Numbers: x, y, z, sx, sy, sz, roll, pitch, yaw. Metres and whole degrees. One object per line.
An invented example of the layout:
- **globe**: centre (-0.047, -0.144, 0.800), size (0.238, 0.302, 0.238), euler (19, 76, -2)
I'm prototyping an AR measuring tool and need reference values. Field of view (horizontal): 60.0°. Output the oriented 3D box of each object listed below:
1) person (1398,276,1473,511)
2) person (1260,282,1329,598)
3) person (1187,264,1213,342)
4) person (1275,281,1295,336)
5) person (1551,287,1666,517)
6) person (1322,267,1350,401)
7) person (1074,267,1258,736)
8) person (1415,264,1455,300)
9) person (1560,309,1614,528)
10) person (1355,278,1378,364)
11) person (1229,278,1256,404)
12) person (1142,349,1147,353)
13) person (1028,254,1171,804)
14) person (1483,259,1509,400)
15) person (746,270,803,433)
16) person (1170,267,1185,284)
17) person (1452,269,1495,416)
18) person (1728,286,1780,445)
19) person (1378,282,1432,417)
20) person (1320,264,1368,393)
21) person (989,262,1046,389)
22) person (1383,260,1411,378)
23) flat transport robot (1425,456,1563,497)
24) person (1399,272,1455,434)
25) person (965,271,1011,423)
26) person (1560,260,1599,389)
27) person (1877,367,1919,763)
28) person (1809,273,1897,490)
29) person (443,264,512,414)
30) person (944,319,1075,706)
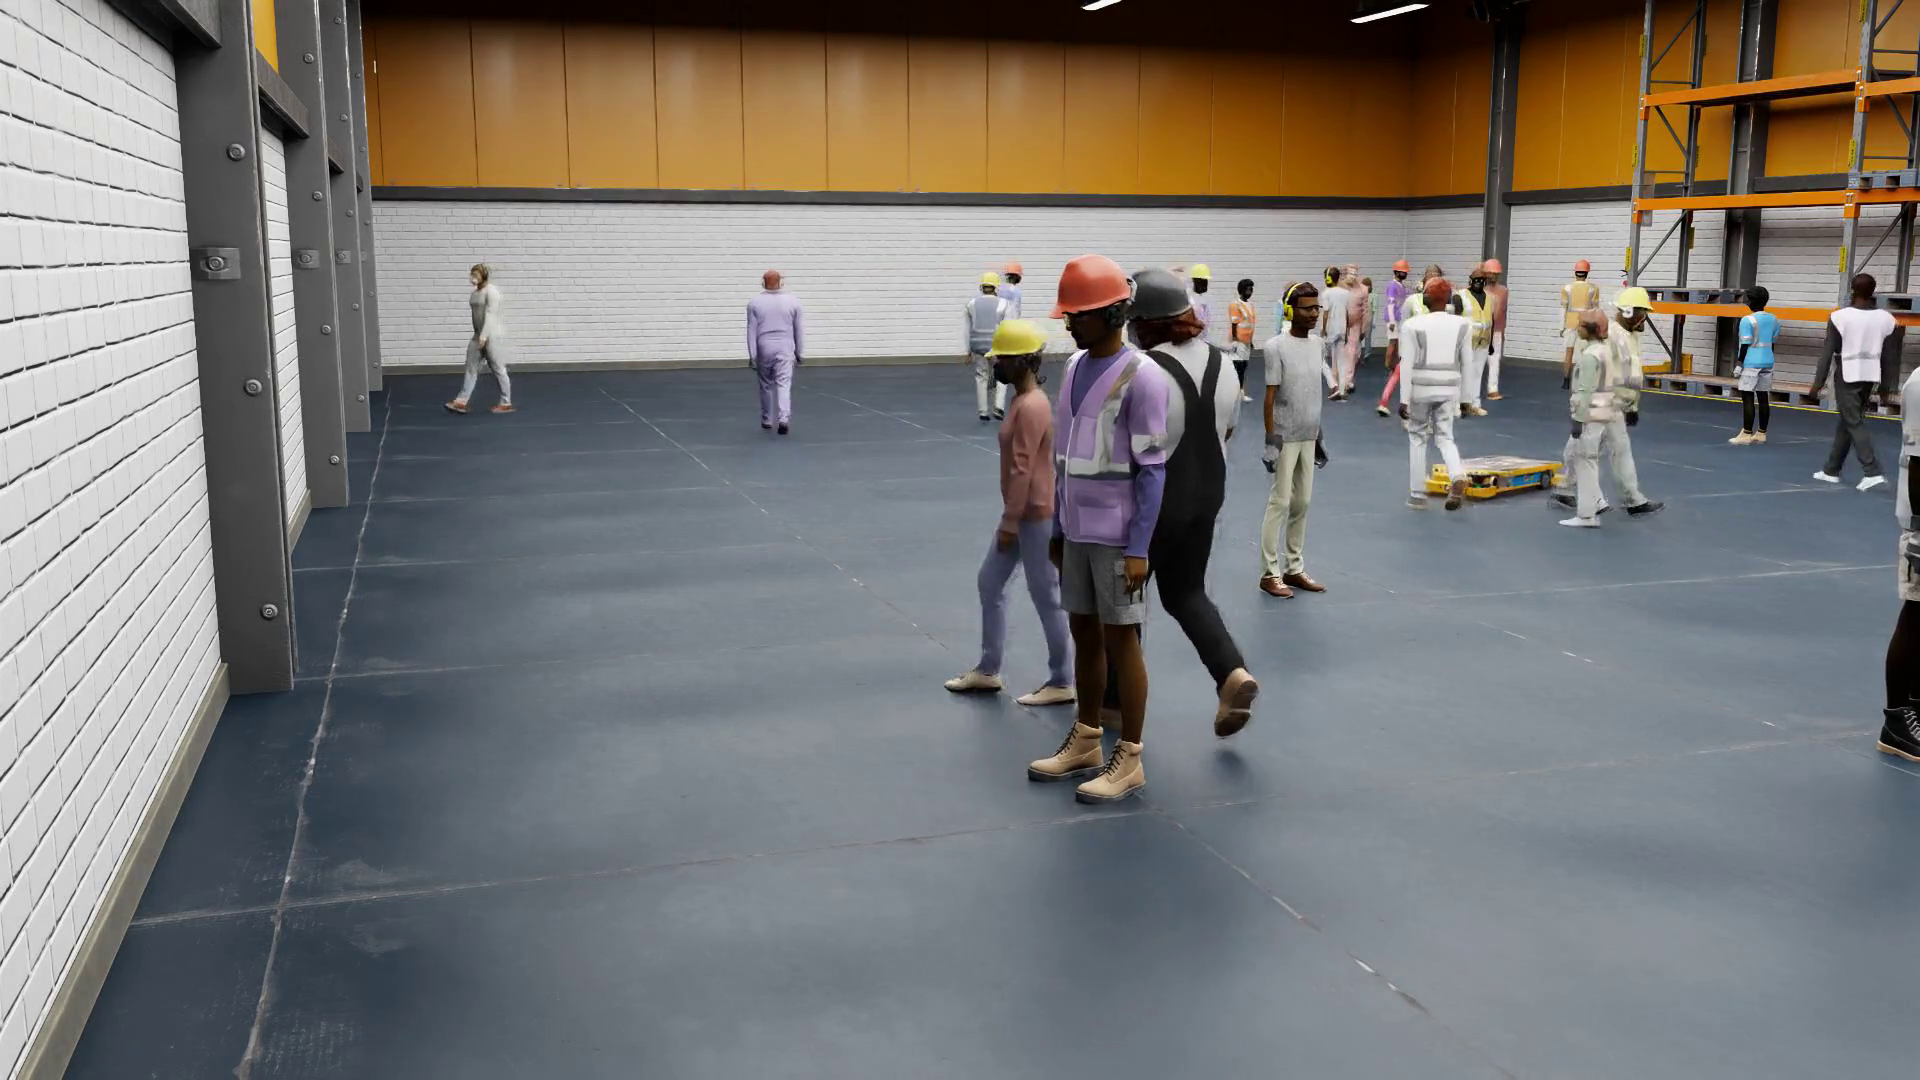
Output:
- **person**: centre (3.744, -1.129, 13.053), size (0.582, 1.861, 0.752), euler (-1, 10, -5)
- **person**: centre (2.012, -0.595, 9.926), size (0.537, 1.869, 0.314), euler (-8, 13, -38)
- **person**: centre (2.997, -2.447, 20.579), size (0.598, 1.894, 0.866), euler (-9, 13, -42)
- **person**: centre (5.073, -3.209, 25.832), size (0.524, 1.593, 0.857), euler (-3, 10, -19)
- **person**: centre (5.061, -1.073, 12.969), size (0.873, 1.787, 0.600), euler (7, 12, 35)
- **person**: centre (5.160, -2.828, 22.906), size (0.566, 1.847, 0.433), euler (-5, 11, -26)
- **person**: centre (0.853, -0.164, 6.936), size (0.688, 2.000, 0.813), euler (-6, 12, -33)
- **person**: centre (6.275, -2.654, 21.792), size (0.861, 1.907, 0.672), euler (-8, 12, -38)
- **person**: centre (4.647, -0.896, 12.338), size (0.371, 1.626, 0.536), euler (6, 11, 29)
- **person**: centre (7.438, -4.021, 30.581), size (0.508, 1.566, 0.861), euler (5, 11, 26)
- **person**: centre (3.851, -2.708, 22.672), size (0.317, 1.698, 0.562), euler (7, 12, 36)
- **person**: centre (2.717, -3.015, 24.012), size (0.429, 1.843, 0.632), euler (2, 10, 12)
- **person**: centre (0.507, -0.036, 6.214), size (0.390, 2.034, 0.605), euler (-6, 11, -29)
- **person**: centre (7.375, -2.972, 23.422), size (0.637, 1.970, 0.912), euler (-2, 10, -9)
- **person**: centre (-2.109, -2.150, 19.002), size (0.649, 1.865, 1.015), euler (-2, 10, -11)
- **person**: centre (2.887, -2.729, 22.333), size (0.674, 1.852, 1.017), euler (-7, 12, -33)
- **person**: centre (6.450, -2.472, 20.882), size (0.624, 1.841, 0.430), euler (-3, 10, -19)
- **person**: centre (8.459, -1.851, 17.706), size (0.532, 1.693, 0.319), euler (-5, 11, -26)
- **person**: centre (5.640, -2.371, 20.682), size (0.941, 1.707, 0.569), euler (-4, 10, -20)
- **person**: centre (5.585, -3.061, 24.197), size (0.664, 1.859, 0.916), euler (2, 10, 13)
- **person**: centre (0.829, -3.221, 25.056), size (0.971, 1.884, 0.571), euler (-6, 11, -31)
- **person**: centre (7.177, -3.625, 27.310), size (0.398, 1.929, 0.551), euler (6, 11, 31)
- **flat transport robot**: centre (4.599, -0.560, 14.346), size (1.431, 0.197, 0.652), euler (-9, 13, -41)
- **person**: centre (5.272, -2.099, 18.747), size (0.628, 1.828, 0.463), euler (-2, 10, -14)
- **person**: centre (0.350, -2.308, 19.998), size (0.601, 1.817, 0.462), euler (2, 10, 14)
- **person**: centre (9.250, -3.211, 24.872), size (0.545, 1.938, 0.361), euler (4, 10, 21)
- **person**: centre (3.989, -0.088, 6.711), size (0.615, 1.963, 0.361), euler (-8, 13, -40)
- **person**: centre (7.828, -1.383, 14.504), size (0.592, 1.874, 0.996), euler (-2, 10, -9)
- **person**: centre (-6.116, -2.520, 21.015), size (0.635, 1.894, 0.956), euler (9, 13, 42)
- **person**: centre (0.200, -0.106, 7.454), size (0.692, 1.744, 0.537), euler (-1, 10, -5)
